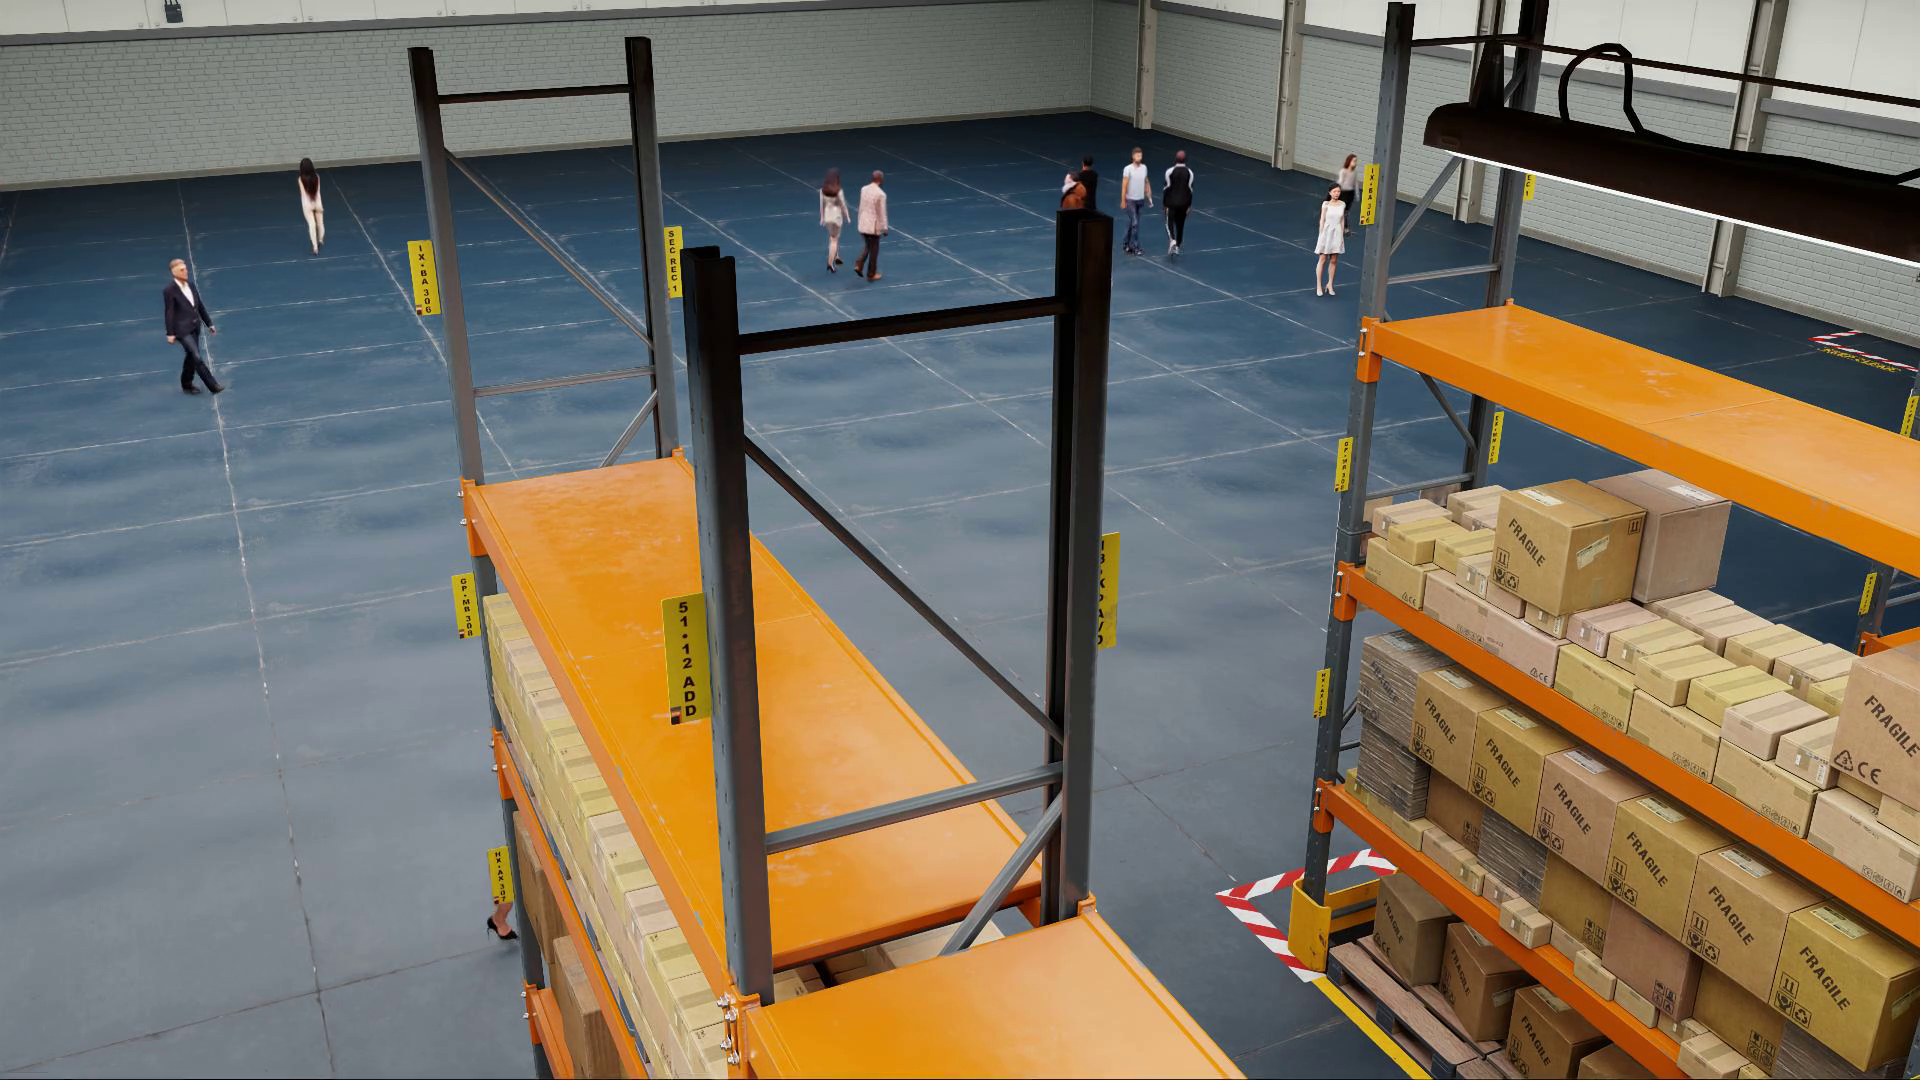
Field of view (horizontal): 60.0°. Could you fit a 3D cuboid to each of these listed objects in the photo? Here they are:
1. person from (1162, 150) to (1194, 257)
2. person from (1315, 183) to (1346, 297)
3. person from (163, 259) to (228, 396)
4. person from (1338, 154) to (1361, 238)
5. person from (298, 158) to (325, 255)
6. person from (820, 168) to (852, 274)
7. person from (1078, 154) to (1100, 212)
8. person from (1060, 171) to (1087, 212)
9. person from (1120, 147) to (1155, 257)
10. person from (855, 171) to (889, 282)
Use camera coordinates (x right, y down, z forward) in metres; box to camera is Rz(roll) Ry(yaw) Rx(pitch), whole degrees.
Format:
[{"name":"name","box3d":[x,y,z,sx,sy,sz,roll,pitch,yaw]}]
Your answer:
[{"name":"person","box3d":[3.750,-5.792,28.715,0.898,1.809,1.067,0,23,0]},{"name":"person","box3d":[5.865,-4.757,26.325,0.707,1.775,0.708,-5,23,-11]},{"name":"person","box3d":[-10.104,-2.763,21.625,1.204,1.783,1.142,8,24,19]},{"name":"person","box3d":[7.008,-6.285,30.312,0.585,1.467,0.802,-11,25,-24]},{"name":"person","box3d":[-11.399,-5.852,29.109,1.117,1.611,0.768,-11,25,-24]},{"name":"person","box3d":[-2.136,-5.262,27.578,0.905,1.724,0.914,14,27,30]},{"name":"person","box3d":[2.227,-5.711,28.664,0.855,1.701,1.193,-18,29,-36]},{"name":"person","box3d":[1.886,-5.022,26.884,0.919,1.826,0.851,7,24,15]},{"name":"person","box3d":[2.983,-5.891,28.913,0.701,1.837,1.034,-14,27,-30]},{"name":"person","box3d":[-1.497,-5.093,27.104,0.847,1.783,0.934,16,28,33]}]
